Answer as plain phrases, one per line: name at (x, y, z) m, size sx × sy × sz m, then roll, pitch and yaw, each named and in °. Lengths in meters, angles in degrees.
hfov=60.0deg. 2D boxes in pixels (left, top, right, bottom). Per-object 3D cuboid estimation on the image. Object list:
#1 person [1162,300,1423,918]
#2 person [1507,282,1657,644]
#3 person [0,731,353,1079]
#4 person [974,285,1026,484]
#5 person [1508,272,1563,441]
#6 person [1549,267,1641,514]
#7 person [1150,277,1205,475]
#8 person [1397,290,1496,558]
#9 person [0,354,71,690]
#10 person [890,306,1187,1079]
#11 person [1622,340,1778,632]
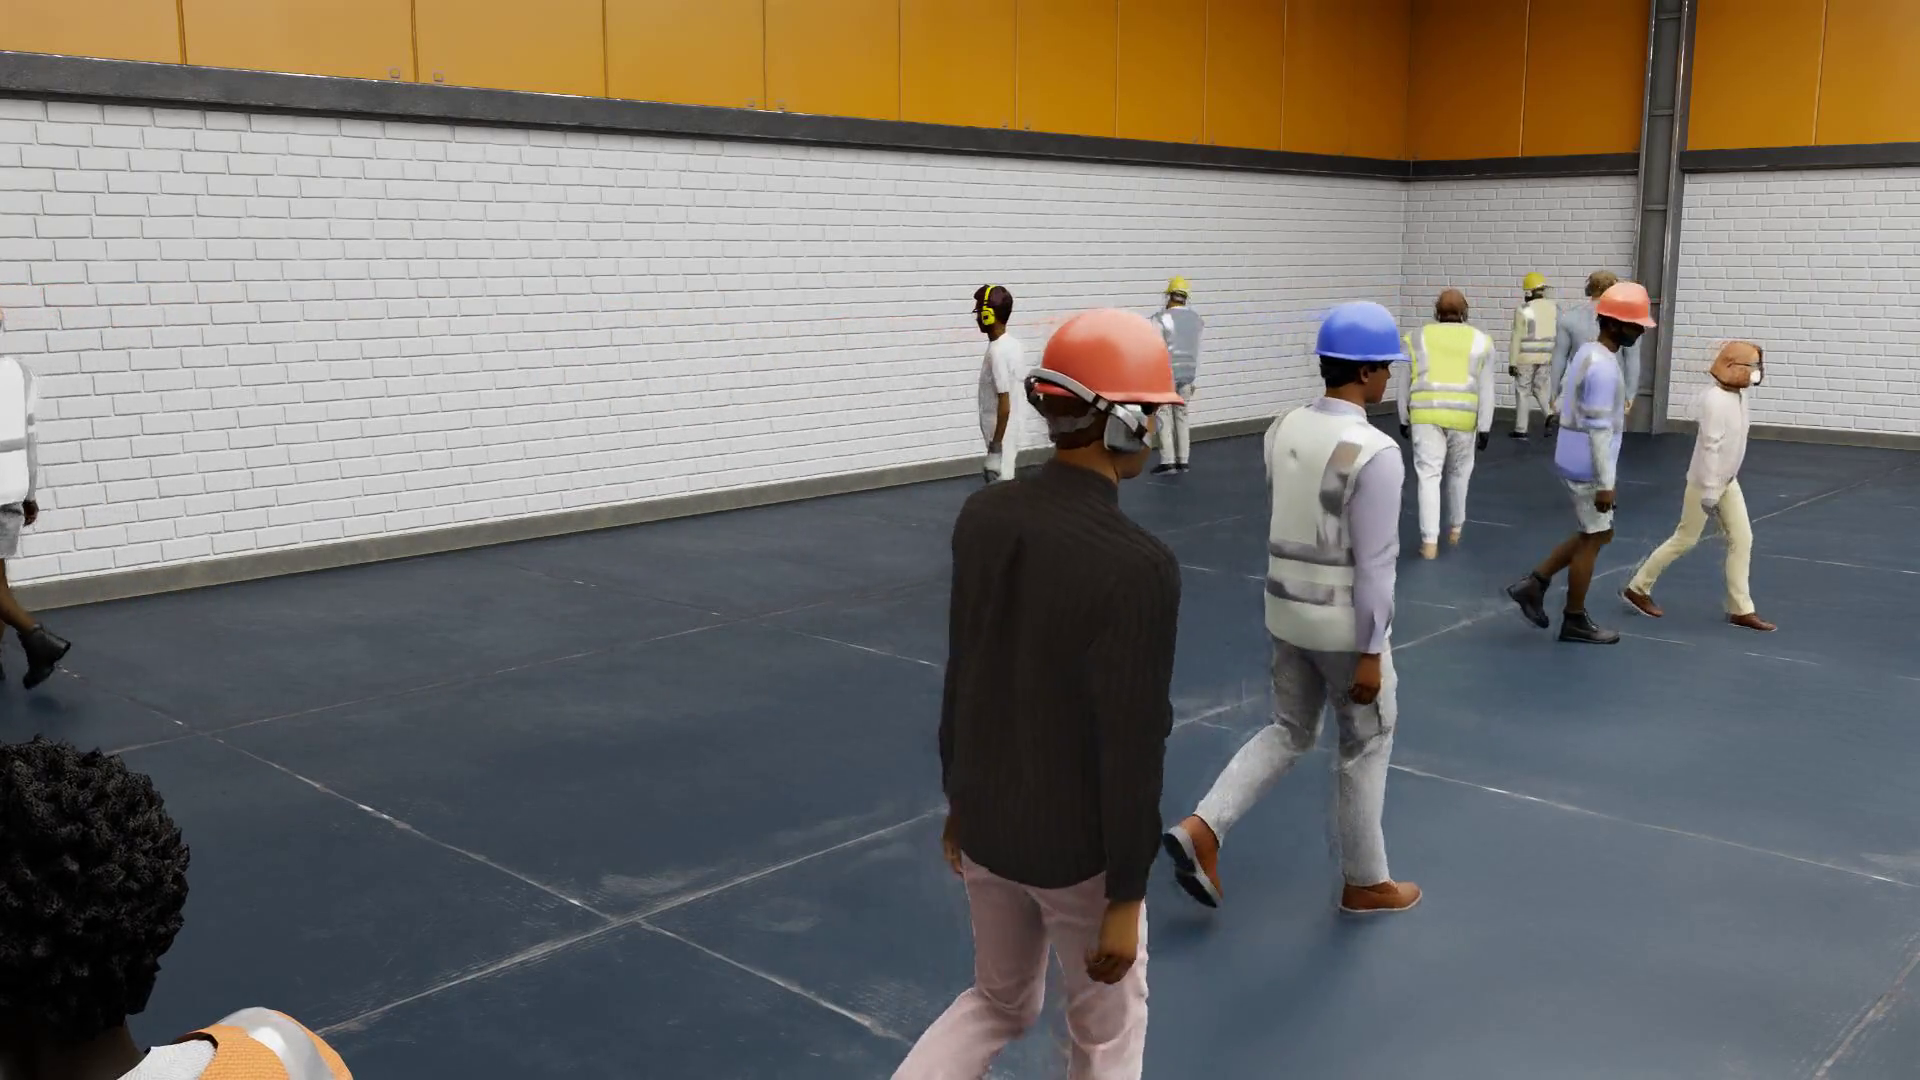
person at (1.053, 0.241, 5.046) m, size 0.776 × 1.928 × 0.609 m, roll -4°, pitch 11°, yaw -23°
person at (3.251, -0.375, 8.623) m, size 0.583 × 1.901 × 0.601 m, roll 2°, pitch 10°, yaw 14°
person at (-0.701, 0.992, 1.431) m, size 0.320 × 1.694 × 0.532 m, roll 3°, pitch 11°, yaw 18°
person at (0.220, -0.537, 9.639) m, size 0.319 × 1.865 × 0.521 m, roll 2°, pitch 10°, yaw 10°
person at (6.156, -1.956, 17.835) m, size 0.613 × 1.817 × 0.520 m, roll -3°, pitch 10°, yaw -18°
person at (4.937, -1.151, 12.980) m, size 0.644 × 1.926 × 0.426 m, roll 2°, pitch 10°, yaw 9°
person at (1.953, -1.484, 15.255) m, size 0.633 × 1.809 × 0.405 m, roll -6°, pitch 12°, yaw -32°
person at (3.321, -0.810, 11.411) m, size 0.629 × 1.782 × 0.960 m, roll 2°, pitch 10°, yaw 13°
person at (-4.522, -0.235, 7.768) m, size 0.760 × 1.918 × 0.560 m, roll 2°, pitch 10°, yaw 12°
person at (0.092, 0.555, 3.118) m, size 0.744 × 1.971 × 0.638 m, roll -7°, pitch 12°, yaw -36°
person at (4.089, -0.315, 9.162) m, size 0.512 × 1.590 × 0.793 m, roll -9°, pitch 14°, yaw -43°
